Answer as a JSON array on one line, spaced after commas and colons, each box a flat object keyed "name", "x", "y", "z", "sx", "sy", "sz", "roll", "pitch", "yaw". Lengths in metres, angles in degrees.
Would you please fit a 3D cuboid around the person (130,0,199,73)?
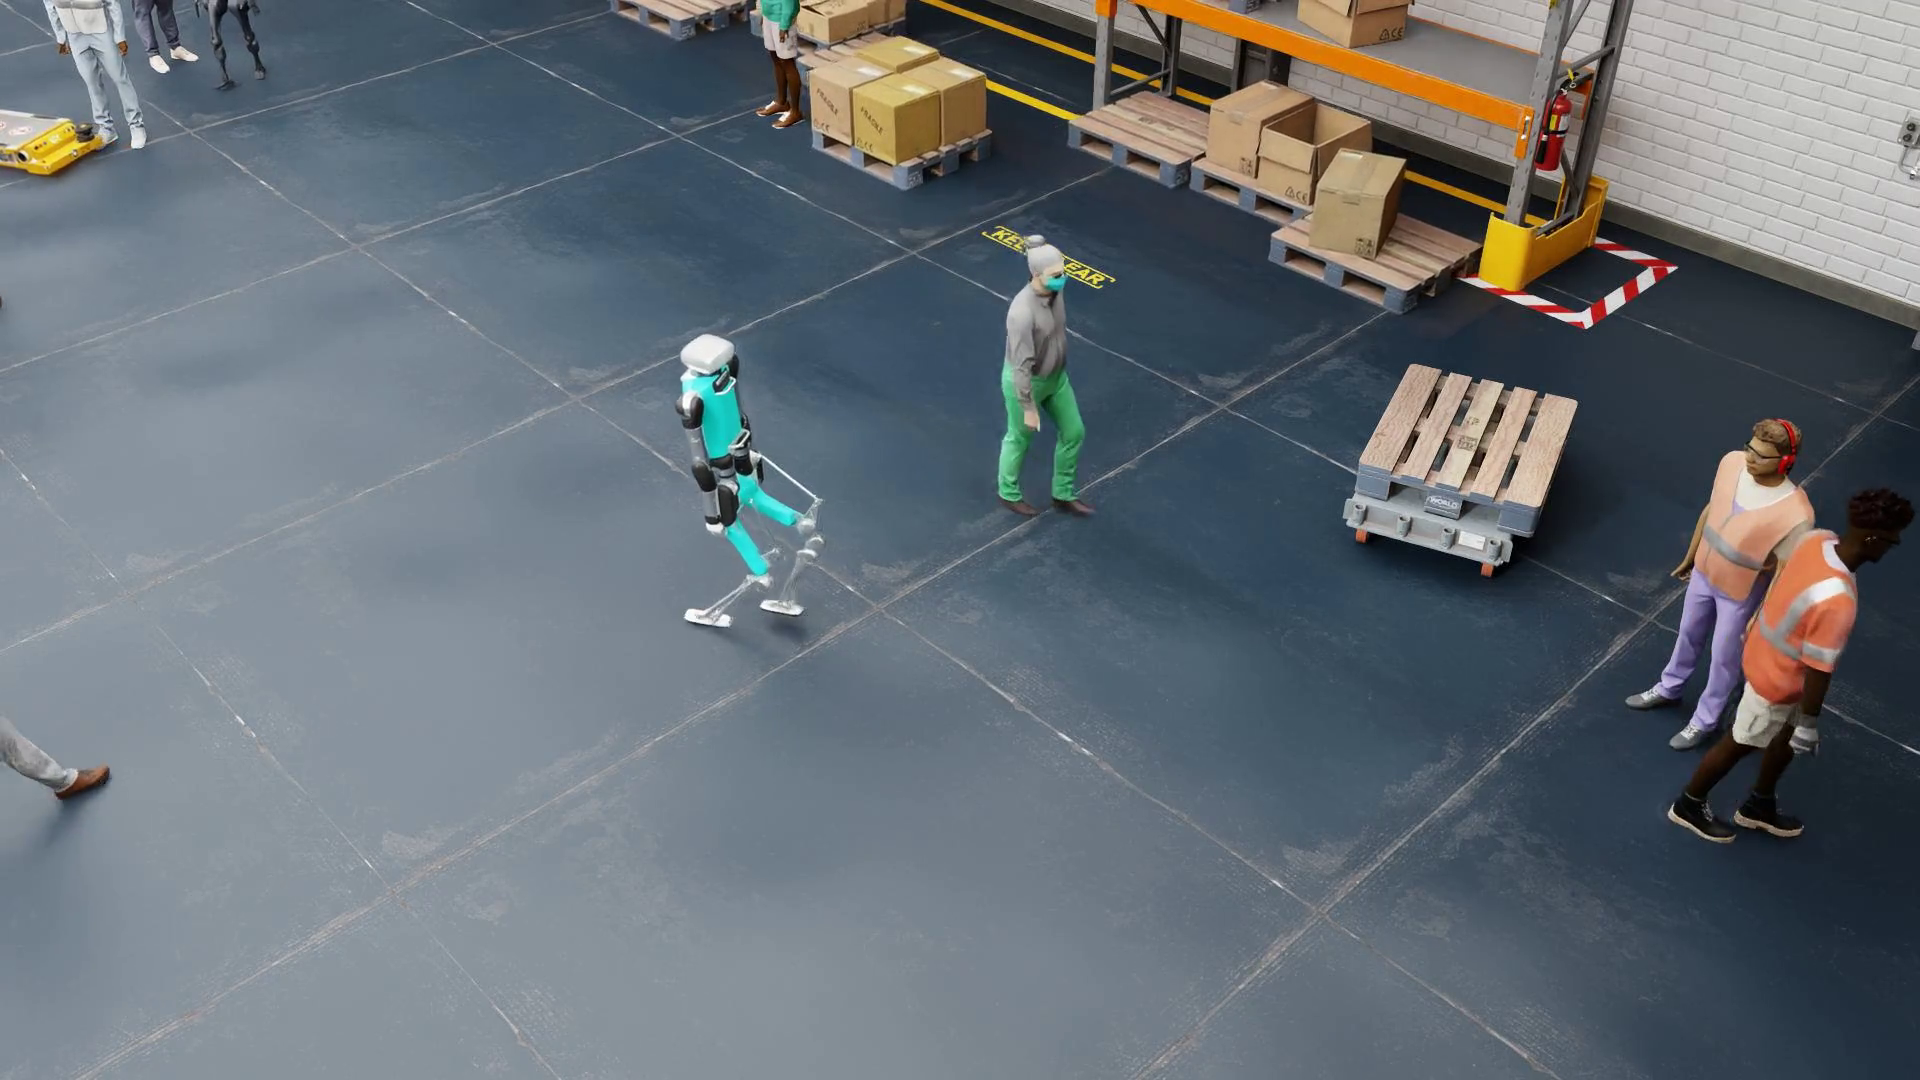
[{"name": "person", "x": -7.429, "y": -5.247, "z": 15.161, "sx": 0.431, "sy": 1.859, "sz": 0.809, "roll": 21, "pitch": 42, "yaw": 25}]

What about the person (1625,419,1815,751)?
[{"name": "person", "x": 3.684, "y": 0.207, "z": 7.950, "sx": 0.390, "sy": 1.846, "sz": 0.562, "roll": -12, "pitch": 39, "yaw": -16}]

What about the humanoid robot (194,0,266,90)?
[{"name": "humanoid robot", "x": -6.570, "y": -4.848, "z": 14.796, "sx": 0.610, "sy": 1.630, "sz": 0.654, "roll": 3, "pitch": 37, "yaw": 4}]

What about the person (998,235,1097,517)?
[{"name": "person", "x": 0.517, "y": -0.864, "z": 9.391, "sx": 0.722, "sy": 1.814, "sz": 0.552, "roll": 22, "pitch": 42, "yaw": 27}]

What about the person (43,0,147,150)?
[{"name": "person", "x": -7.148, "y": -4.171, "z": 13.686, "sx": 0.591, "sy": 1.922, "sz": 0.393, "roll": -1, "pitch": 37, "yaw": -2}]

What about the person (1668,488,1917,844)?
[{"name": "person", "x": 3.716, "y": 0.606, "z": 7.357, "sx": 0.711, "sy": 1.916, "sz": 0.732, "roll": 12, "pitch": 39, "yaw": 16}]

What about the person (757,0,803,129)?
[{"name": "person", "x": -1.533, "y": -4.444, "z": 14.104, "sx": 0.397, "sy": 1.854, "sz": 0.493, "roll": -18, "pitch": 41, "yaw": -23}]

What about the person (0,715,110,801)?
[{"name": "person", "x": -4.584, "y": 0.686, "z": 7.514, "sx": 0.884, "sy": 1.598, "sz": 0.481, "roll": -30, "pitch": 46, "yaw": -34}]

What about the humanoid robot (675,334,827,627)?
[{"name": "humanoid robot", "x": -1.061, "y": -0.226, "z": 8.623, "sx": 0.922, "sy": 1.763, "sz": 0.538, "roll": 11, "pitch": 38, "yaw": 14}]

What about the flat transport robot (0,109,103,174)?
[{"name": "flat transport robot", "x": -8.048, "y": -3.366, "z": 13.989, "sx": 1.431, "sy": 0.231, "sz": 0.659, "roll": 10, "pitch": 38, "yaw": 13}]
